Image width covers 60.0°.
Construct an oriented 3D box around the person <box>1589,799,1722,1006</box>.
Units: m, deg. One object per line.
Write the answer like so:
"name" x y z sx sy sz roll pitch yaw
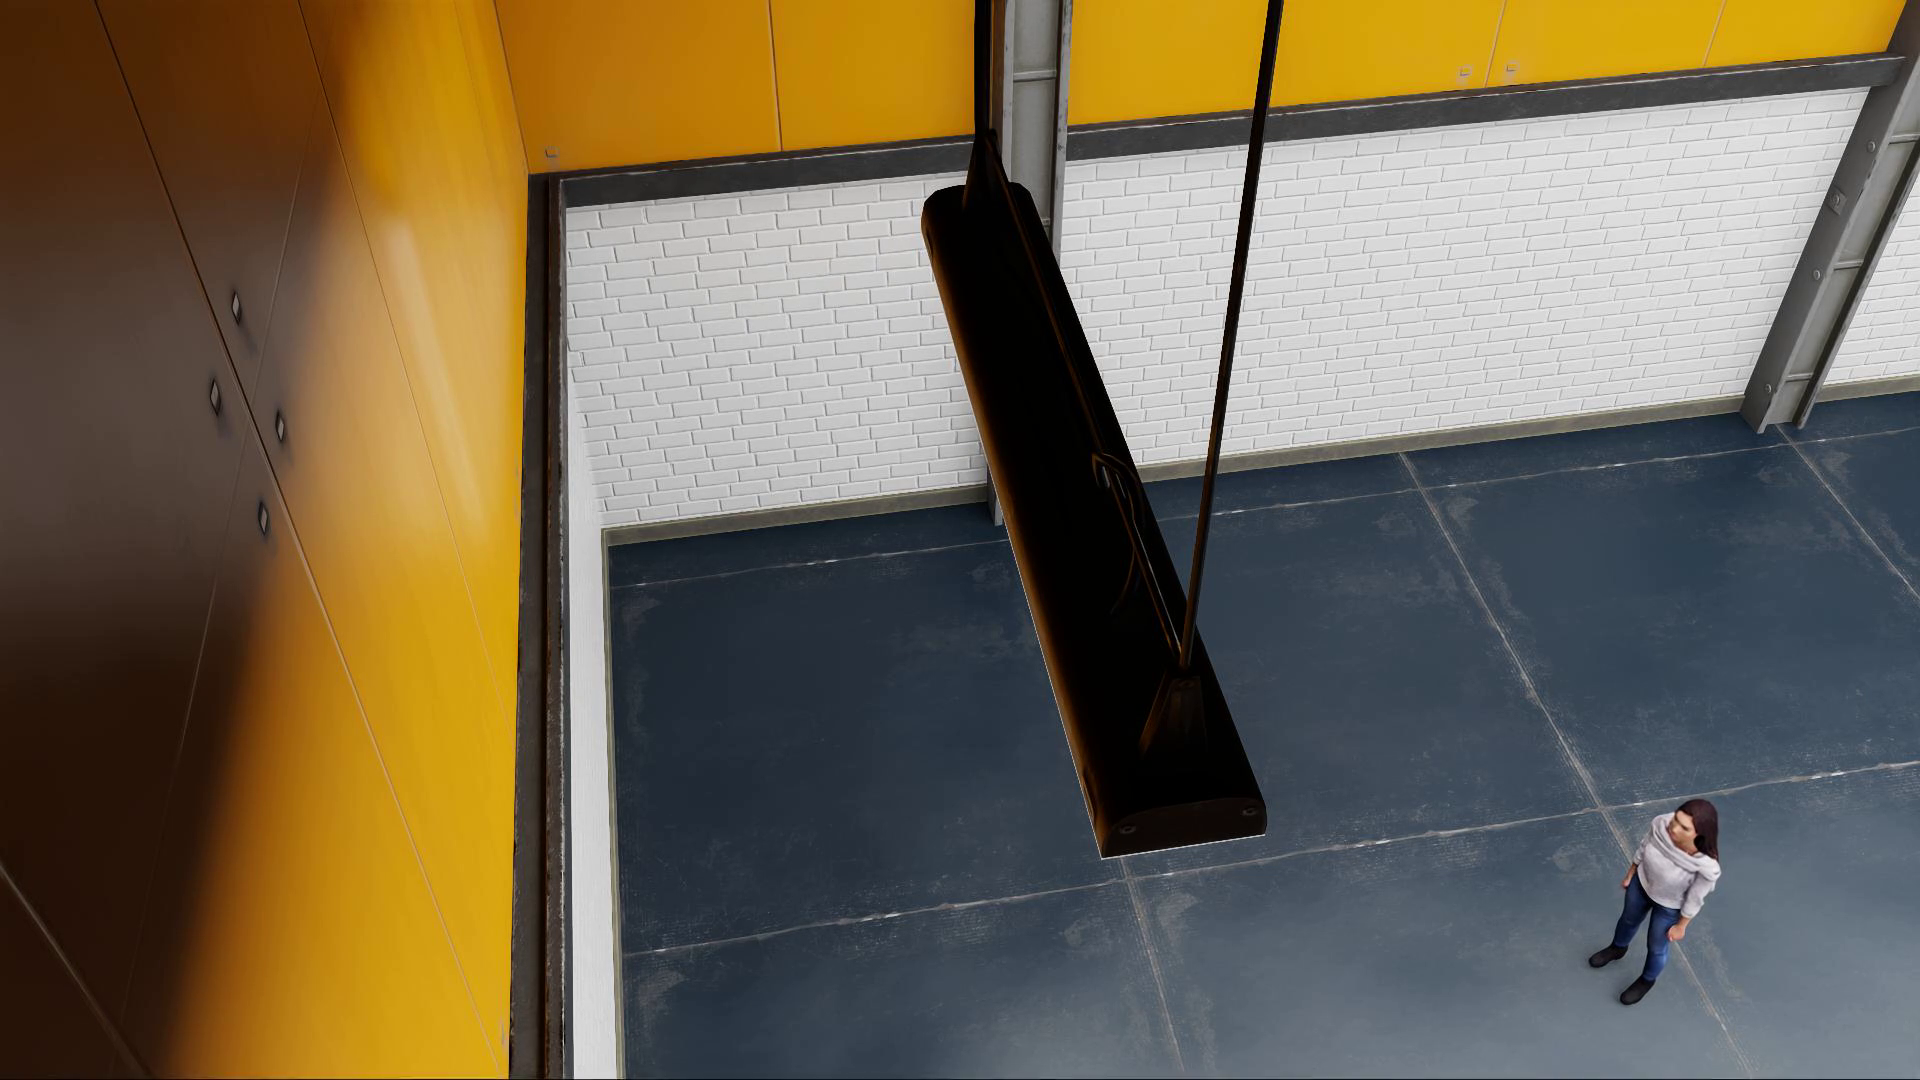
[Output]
"person" 3.725 1.882 8.822 0.598 1.629 0.645 -17 46 -17
